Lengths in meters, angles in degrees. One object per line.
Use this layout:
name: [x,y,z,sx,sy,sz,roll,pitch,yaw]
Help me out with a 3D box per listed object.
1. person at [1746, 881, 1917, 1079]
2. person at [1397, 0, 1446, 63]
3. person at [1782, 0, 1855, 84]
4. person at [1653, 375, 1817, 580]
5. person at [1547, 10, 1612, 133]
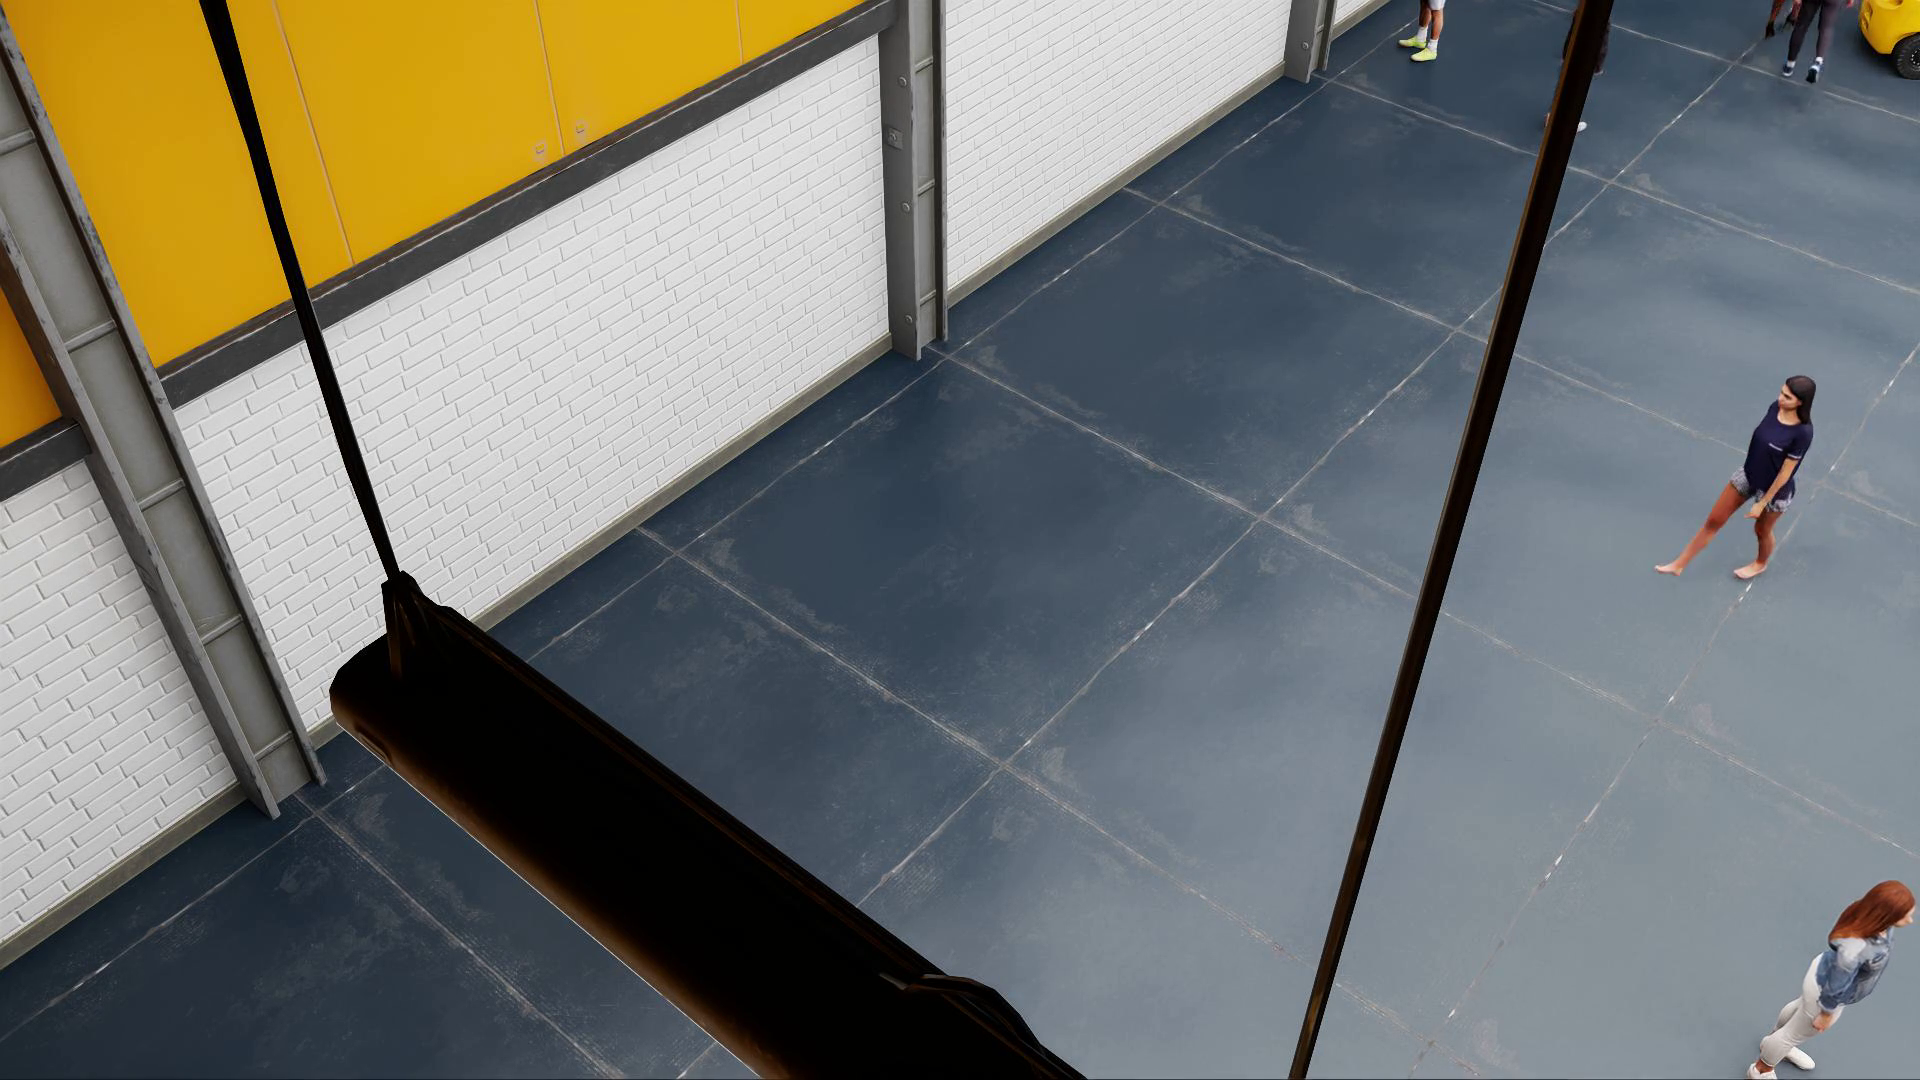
person: [4.389,2.236,8.394,0.671,1.701,0.433,30,51,28]
person: [4.786,-5.716,16.643,0.756,1.838,0.716,-7,44,-8]
person: [8.437,-5.298,16.229,0.878,1.804,1.046,15,46,15]
person: [5.431,-0.356,11.099,1.146,1.724,0.947,-13,45,-13]
person: [5.851,-4.514,15.642,0.595,1.478,0.615,-32,52,-29]
